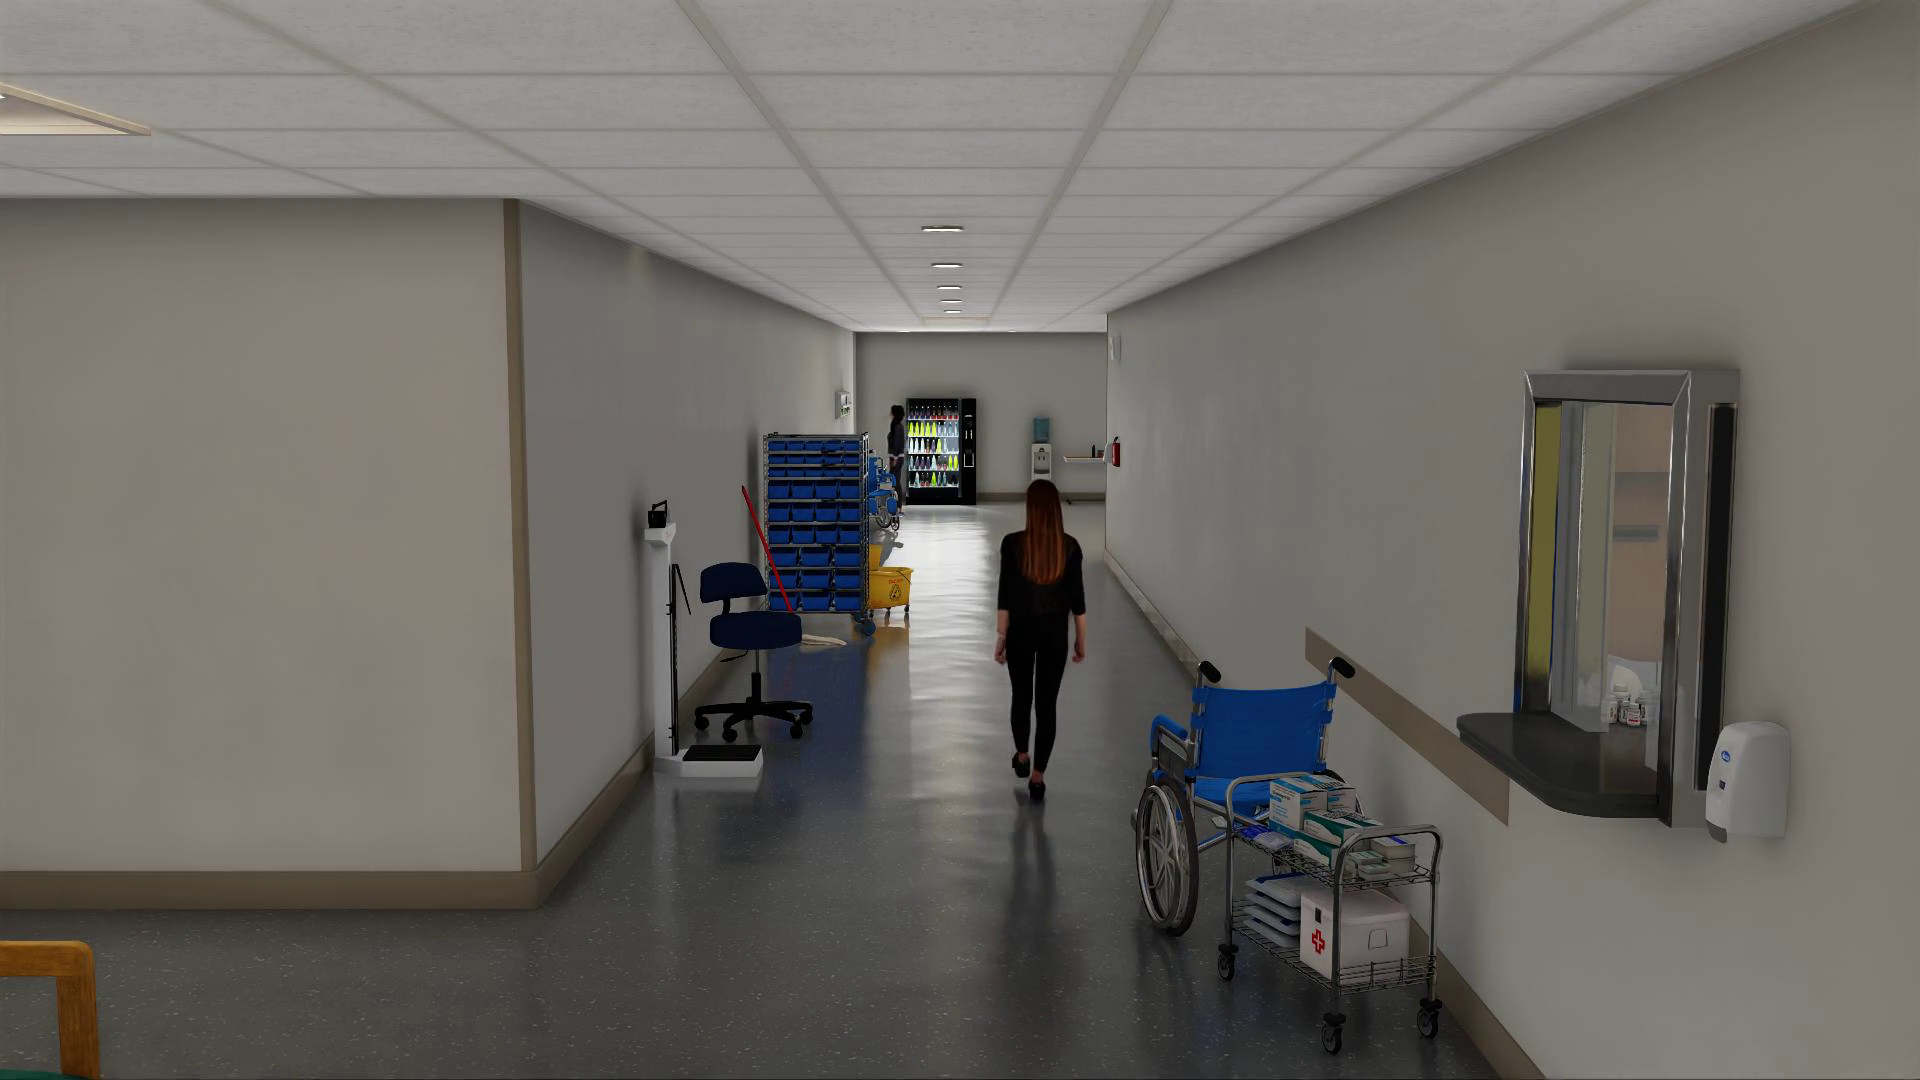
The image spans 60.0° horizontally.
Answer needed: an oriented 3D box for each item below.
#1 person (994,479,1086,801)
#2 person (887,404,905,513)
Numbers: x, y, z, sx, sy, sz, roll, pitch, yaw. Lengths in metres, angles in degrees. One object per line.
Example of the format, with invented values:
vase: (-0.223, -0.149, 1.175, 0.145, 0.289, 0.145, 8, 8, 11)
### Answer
person: (0.416, 0.544, 8.880, 0.878, 1.690, 0.739, 0, 6, 4)
person: (-1.046, -1.331, 27.105, 0.559, 1.772, 0.632, 0, 6, 0)
